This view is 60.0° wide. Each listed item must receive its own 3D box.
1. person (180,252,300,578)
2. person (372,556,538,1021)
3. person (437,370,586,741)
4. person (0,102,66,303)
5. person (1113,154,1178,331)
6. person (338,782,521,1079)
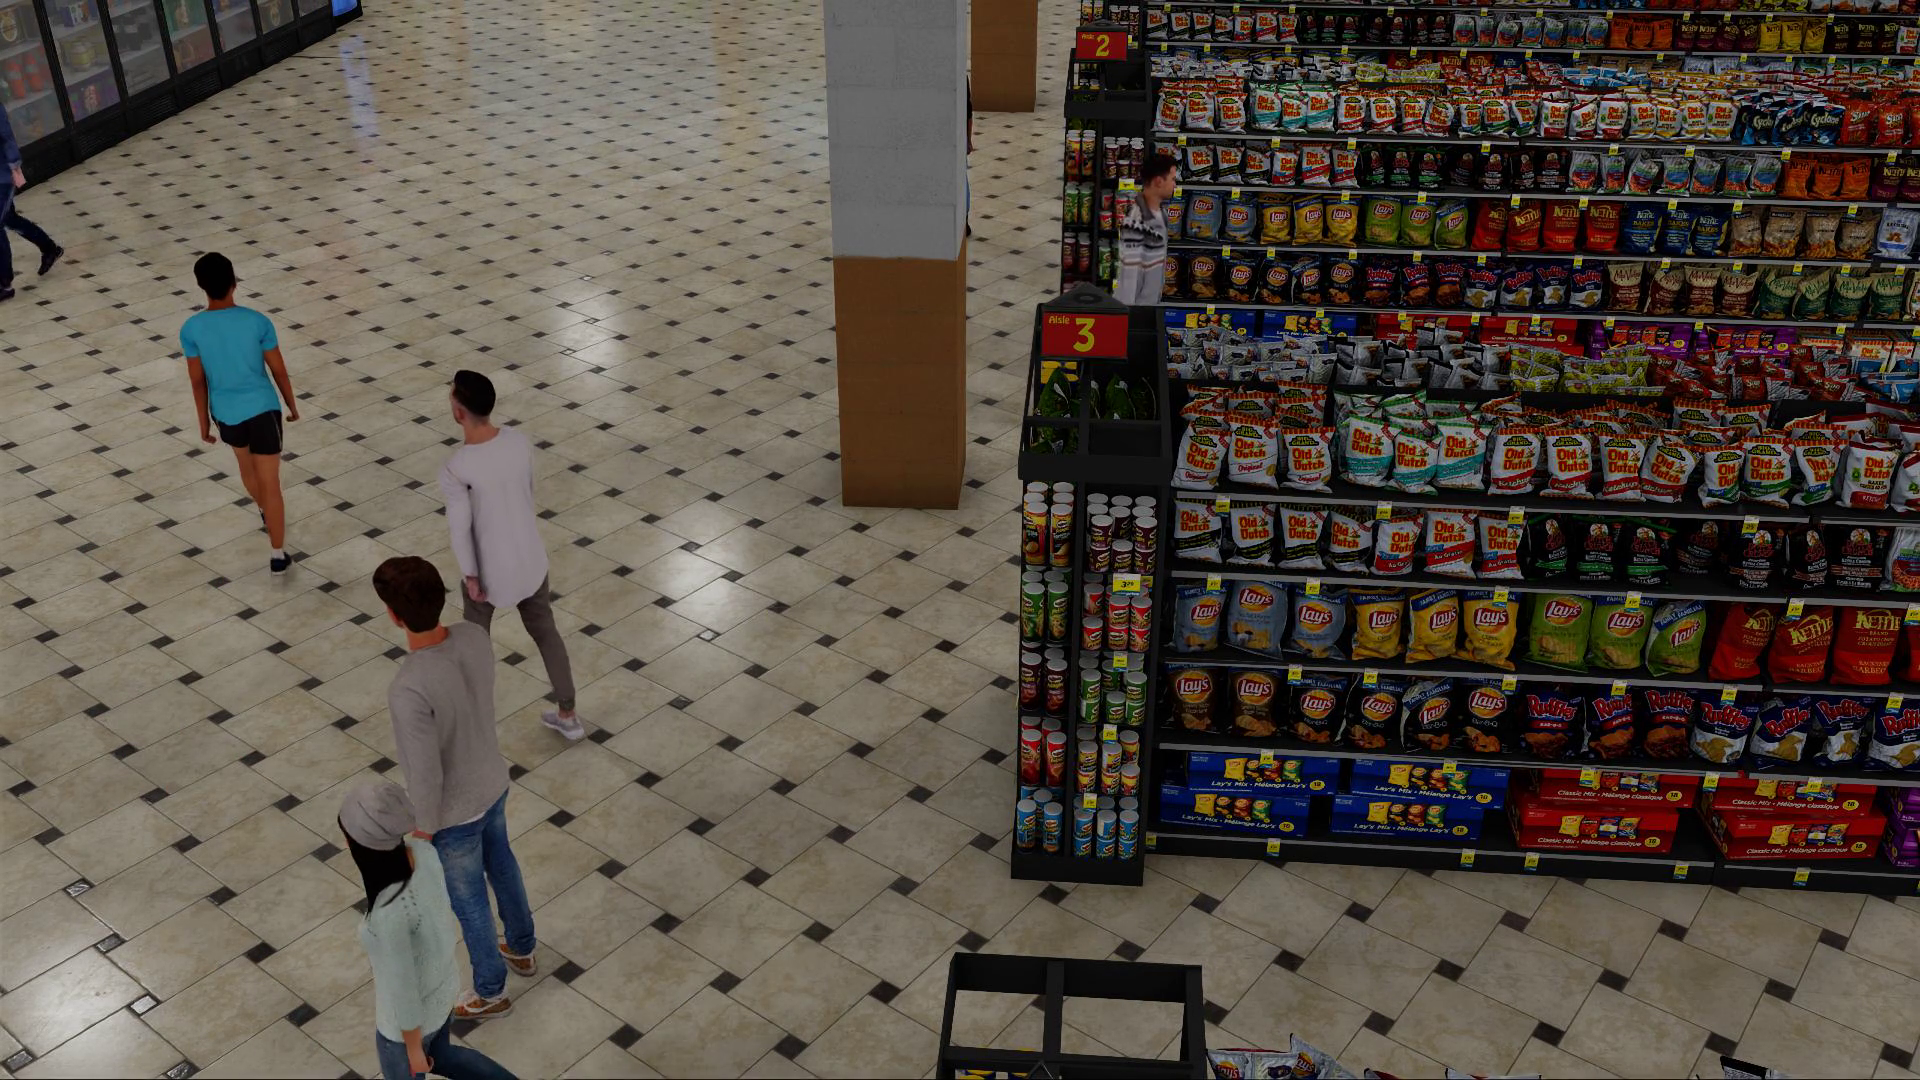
[{"bbox_3d":[-3.828,-0.621,8.946,1.199,1.721,1.010,-8,30,-15],"label":"person"},{"bbox_3d":[-1.784,0.907,5.961,0.652,1.900,0.700,8,30,15],"label":"person"},{"bbox_3d":[-1.996,0.124,7.514,1.235,1.786,1.086,22,36,35],"label":"person"},{"bbox_3d":[-7.419,-2.796,12.859,1.213,1.788,1.040,12,31,21],"label":"person"},{"bbox_3d":[1.037,-1.497,10.431,0.984,1.835,0.884,12,31,21],"label":"person"},{"bbox_3d":[-1.627,1.440,5.259,0.913,1.638,0.654,-2,29,-4],"label":"person"}]
